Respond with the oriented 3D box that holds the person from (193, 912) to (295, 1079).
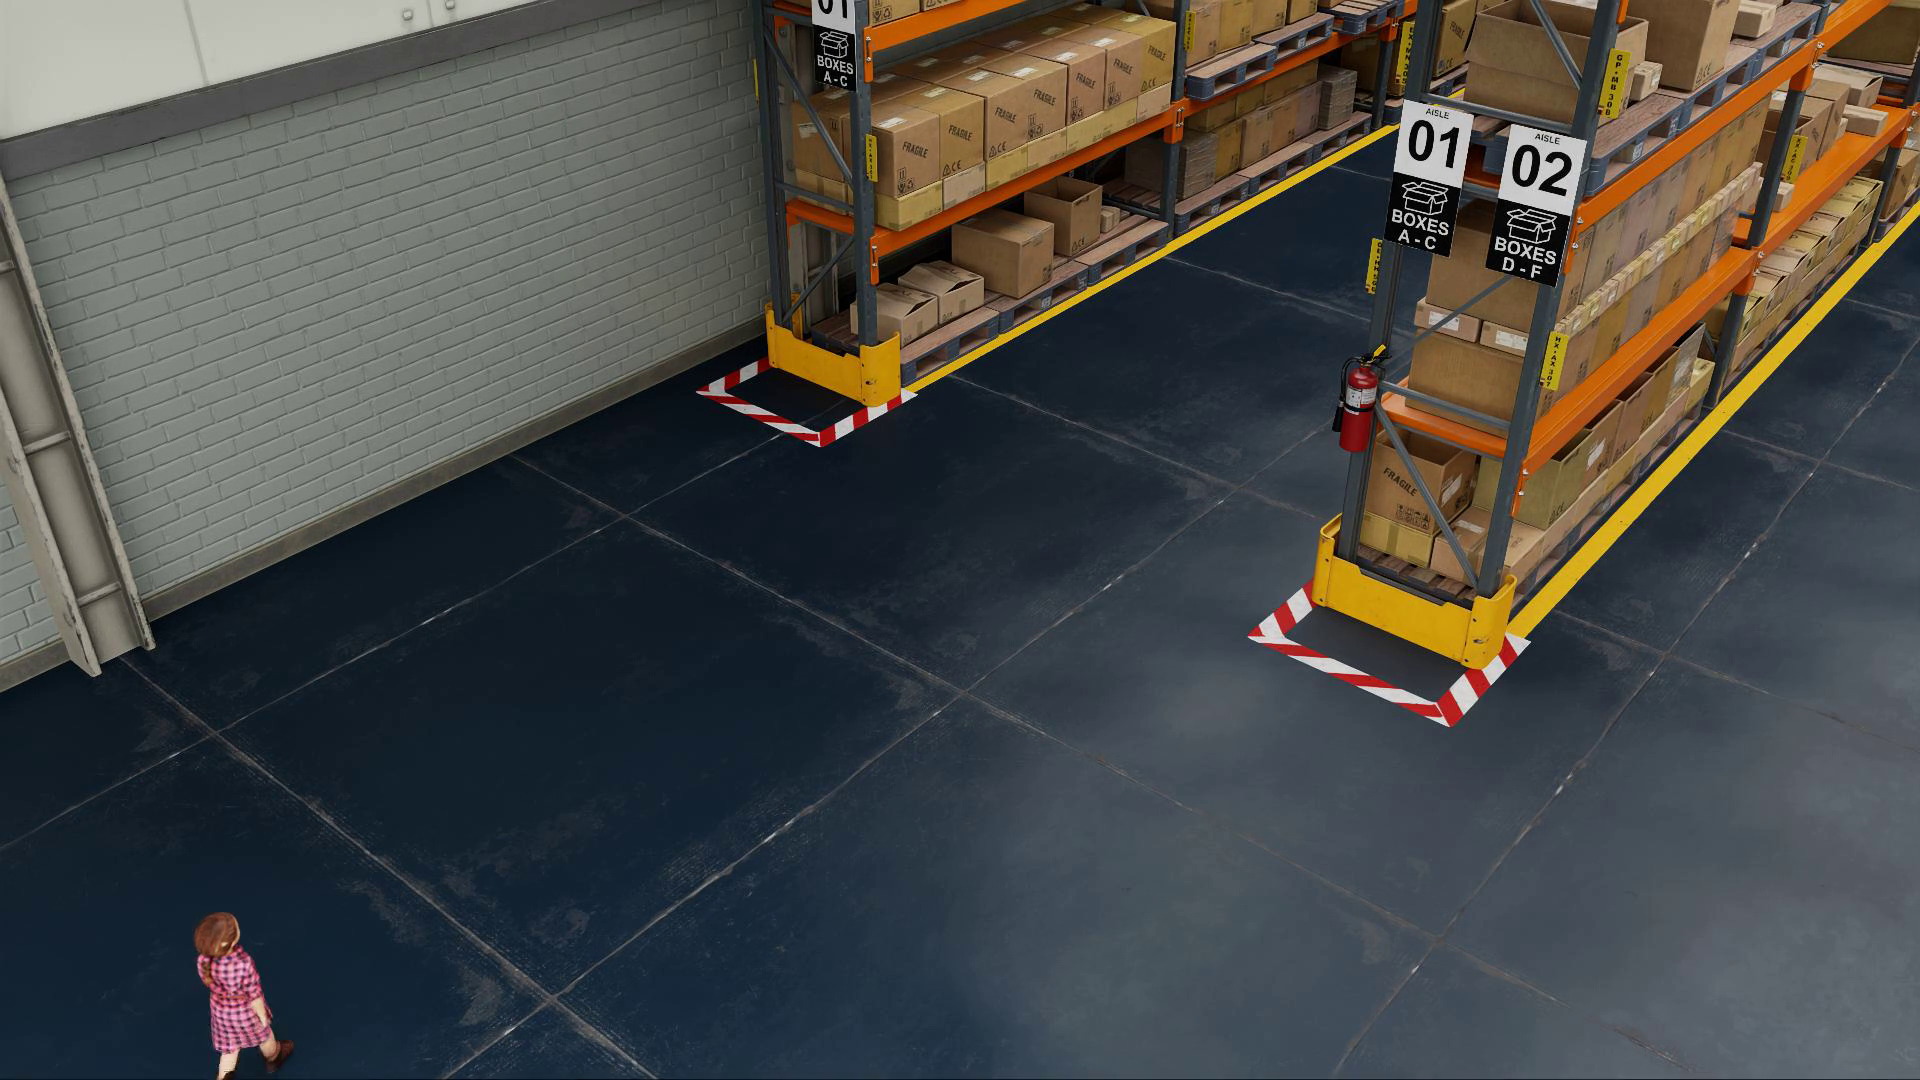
[{"bbox_3d":[-3.091,1.995,7.051,0.637,1.008,0.762,5,33,7],"label":"person"}]
